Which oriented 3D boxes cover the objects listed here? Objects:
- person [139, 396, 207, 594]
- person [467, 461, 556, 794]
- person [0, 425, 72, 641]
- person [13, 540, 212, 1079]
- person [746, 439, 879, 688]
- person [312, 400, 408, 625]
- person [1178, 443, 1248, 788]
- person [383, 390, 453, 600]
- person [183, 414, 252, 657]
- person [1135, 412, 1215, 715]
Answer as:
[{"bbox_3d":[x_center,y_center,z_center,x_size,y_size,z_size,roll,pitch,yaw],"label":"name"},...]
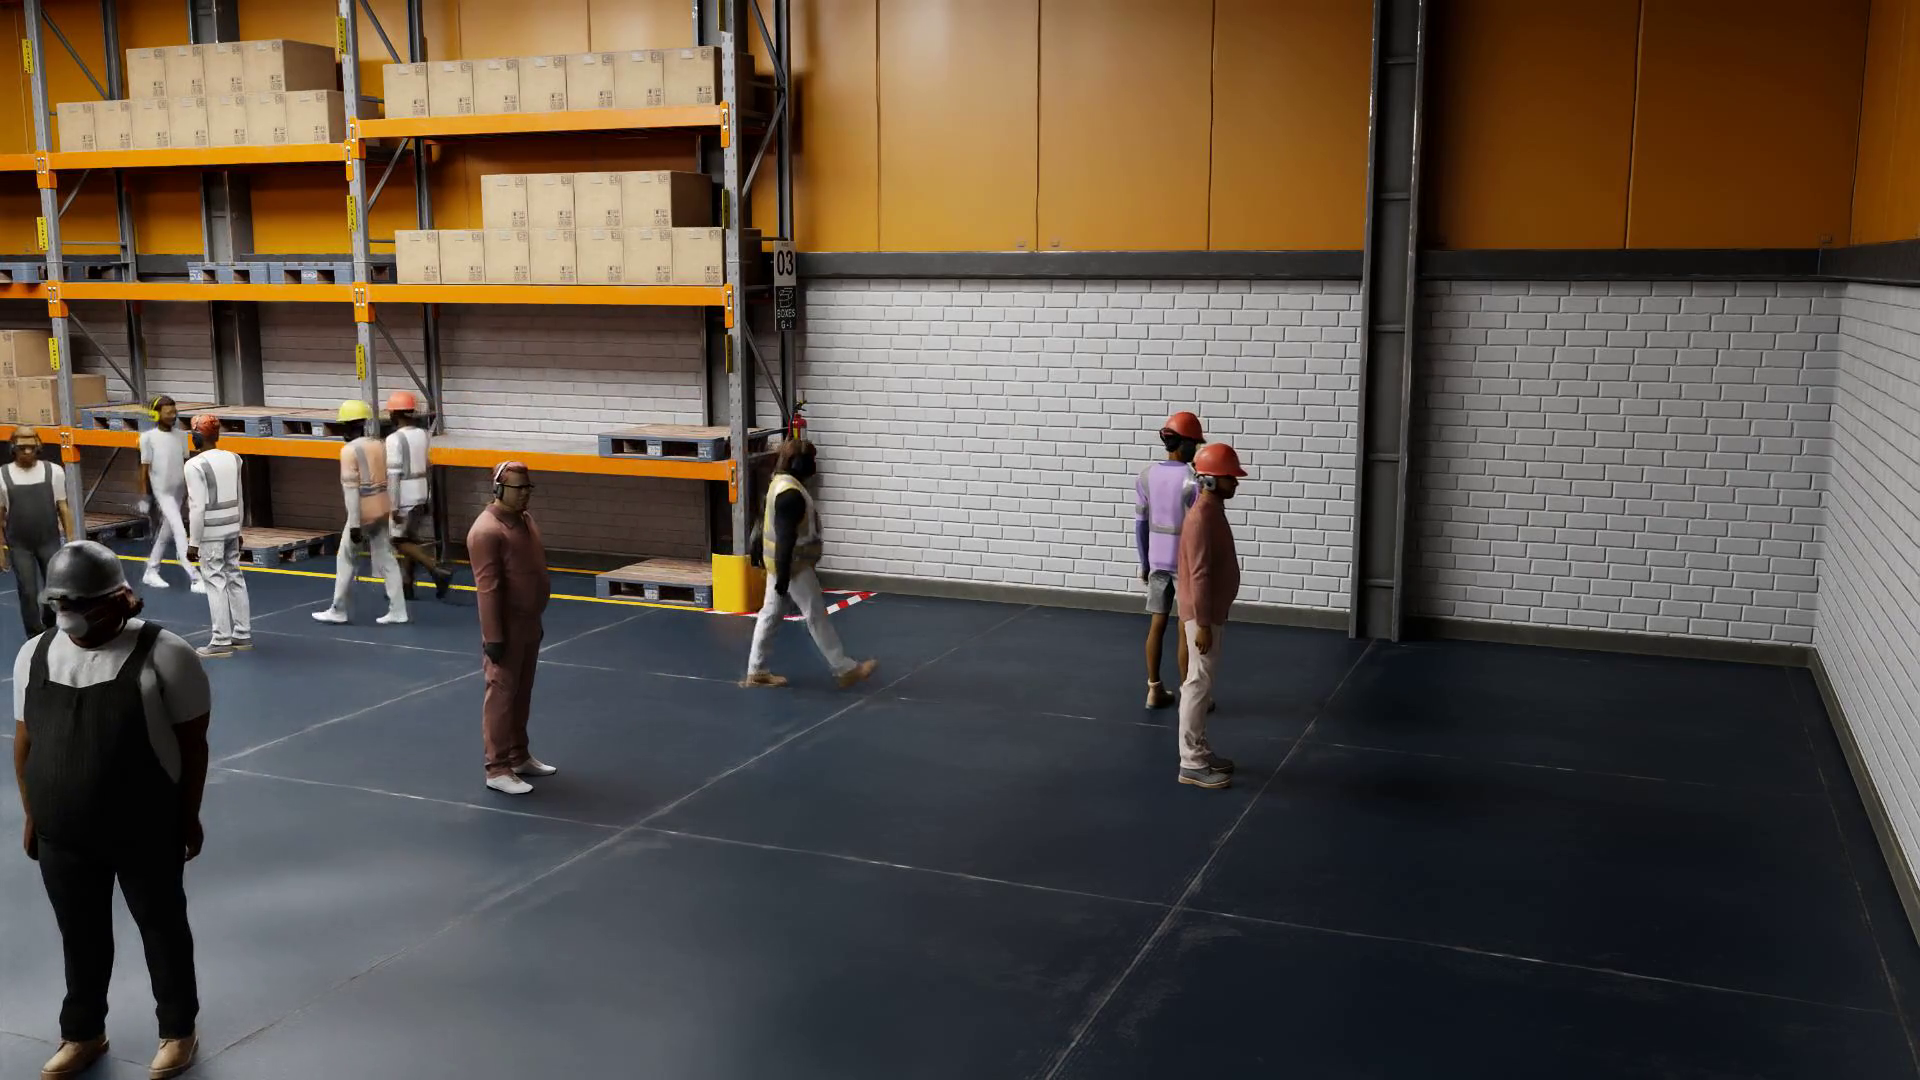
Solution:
[{"bbox_3d":[-7.306,-0.425,15.402,0.962,1.826,0.540,4,10,21],"label":"person"},{"bbox_3d":[-2.557,0.489,9.594,0.401,1.904,0.651,1,9,8],"label":"person"},{"bbox_3d":[-6.985,0.039,12.545,0.541,1.828,0.453,-7,11,-35],"label":"person"},{"bbox_3d":[-3.135,0.997,6.102,0.687,2.000,0.535,0,9,-2],"label":"person"},{"bbox_3d":[-1.089,0.180,11.809,0.959,1.786,0.648,-2,10,-10],"label":"person"},{"bbox_3d":[-5.049,-0.216,13.898,0.894,1.888,0.613,2,10,13],"label":"person"},{"bbox_3d":[1.461,0.427,9.690,0.394,1.992,0.622,2,10,15],"label":"person"},{"bbox_3d":[-4.853,-0.376,14.801,0.717,1.919,0.549,3,10,18],"label":"person"},{"bbox_3d":[-5.736,-0.035,12.825,0.337,1.882,0.583,2,10,14],"label":"person"},{"bbox_3d":[1.473,0.157,11.214,0.605,2.035,0.392,8,12,41],"label":"person"}]
